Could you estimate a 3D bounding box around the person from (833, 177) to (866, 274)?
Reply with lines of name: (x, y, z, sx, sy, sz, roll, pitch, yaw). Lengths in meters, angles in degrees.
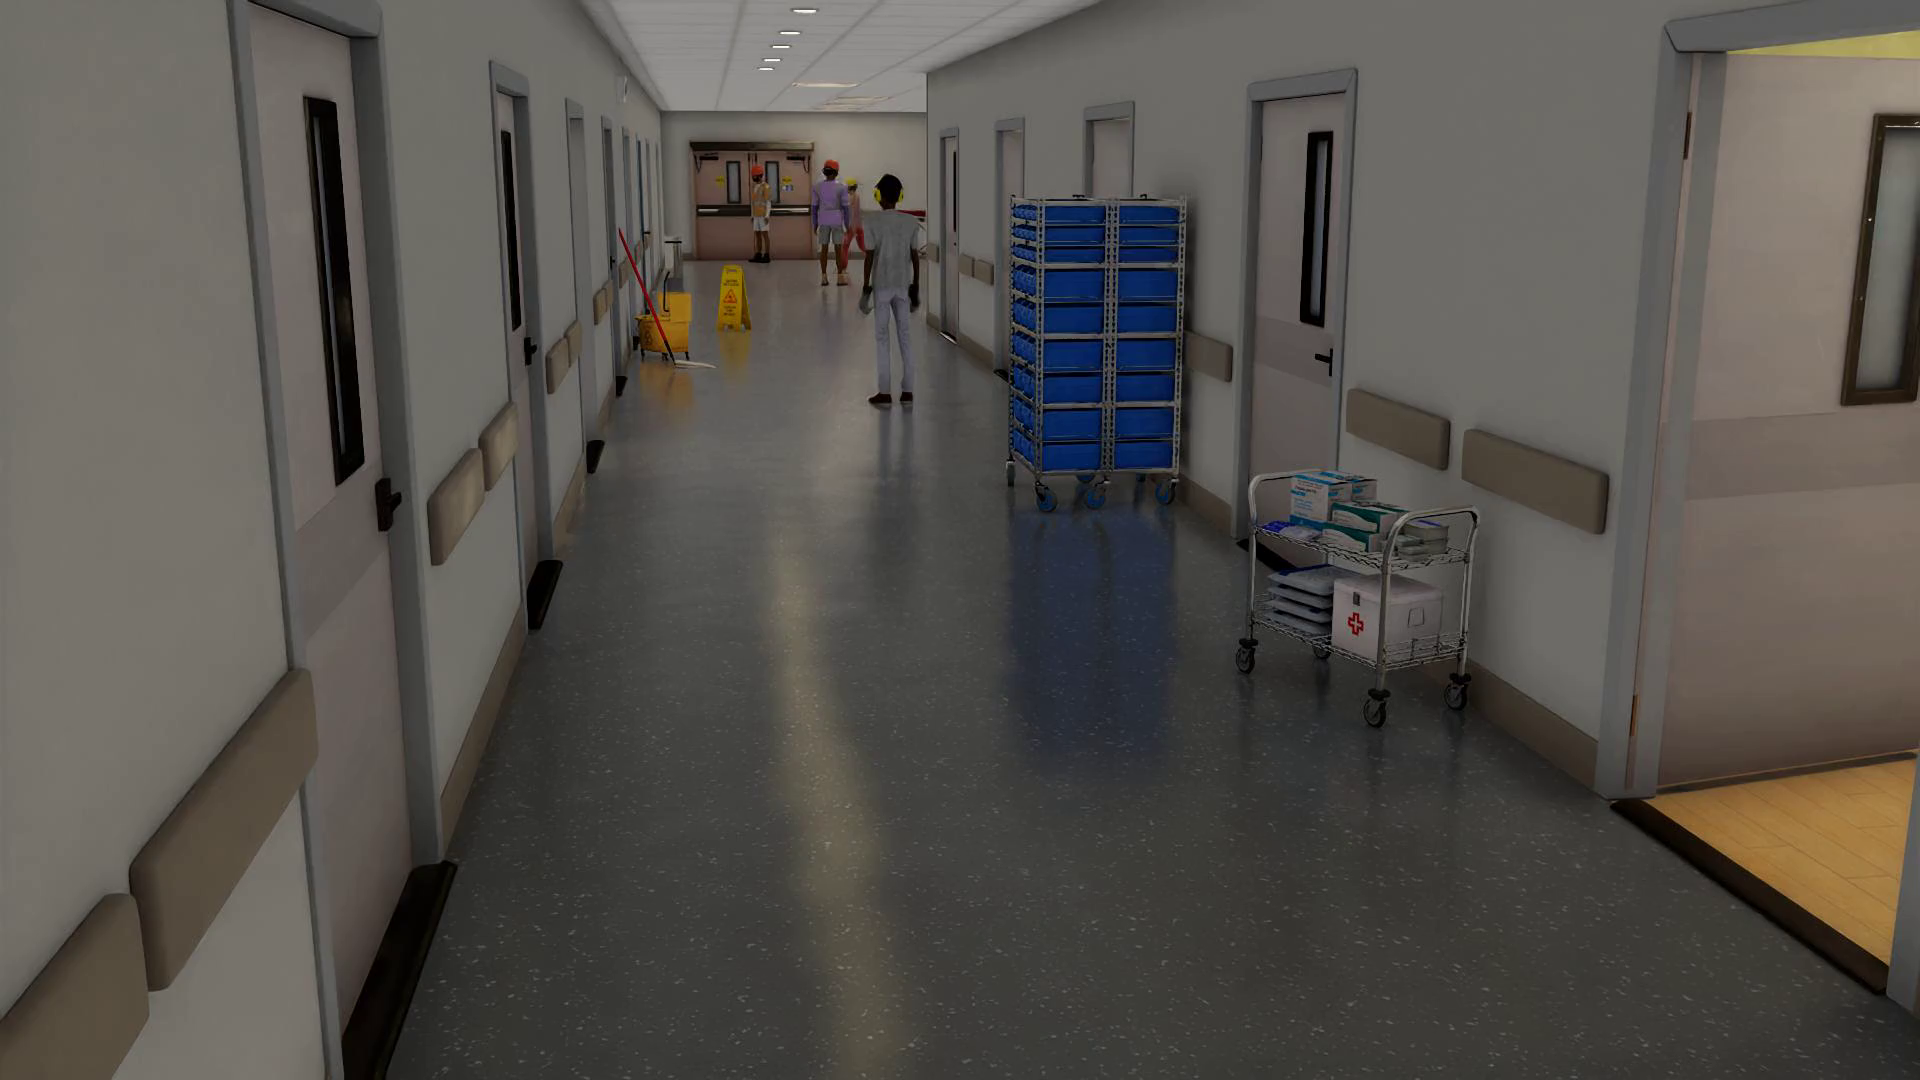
person: (-1.852, -5.658, 29.976, 0.857, 1.731, 0.521, 4, 13, 19)

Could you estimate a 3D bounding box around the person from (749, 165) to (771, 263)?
person: (-4.027, -6.535, 33.412, 0.376, 1.933, 0.545, -11, 17, -41)

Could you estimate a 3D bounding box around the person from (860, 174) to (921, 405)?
person: (-0.568, -2.030, 13.553, 0.532, 1.868, 0.310, -6, 14, -26)

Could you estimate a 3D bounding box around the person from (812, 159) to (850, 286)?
person: (-2.092, -5.167, 27.089, 0.615, 2.041, 0.388, 2, 13, 8)
